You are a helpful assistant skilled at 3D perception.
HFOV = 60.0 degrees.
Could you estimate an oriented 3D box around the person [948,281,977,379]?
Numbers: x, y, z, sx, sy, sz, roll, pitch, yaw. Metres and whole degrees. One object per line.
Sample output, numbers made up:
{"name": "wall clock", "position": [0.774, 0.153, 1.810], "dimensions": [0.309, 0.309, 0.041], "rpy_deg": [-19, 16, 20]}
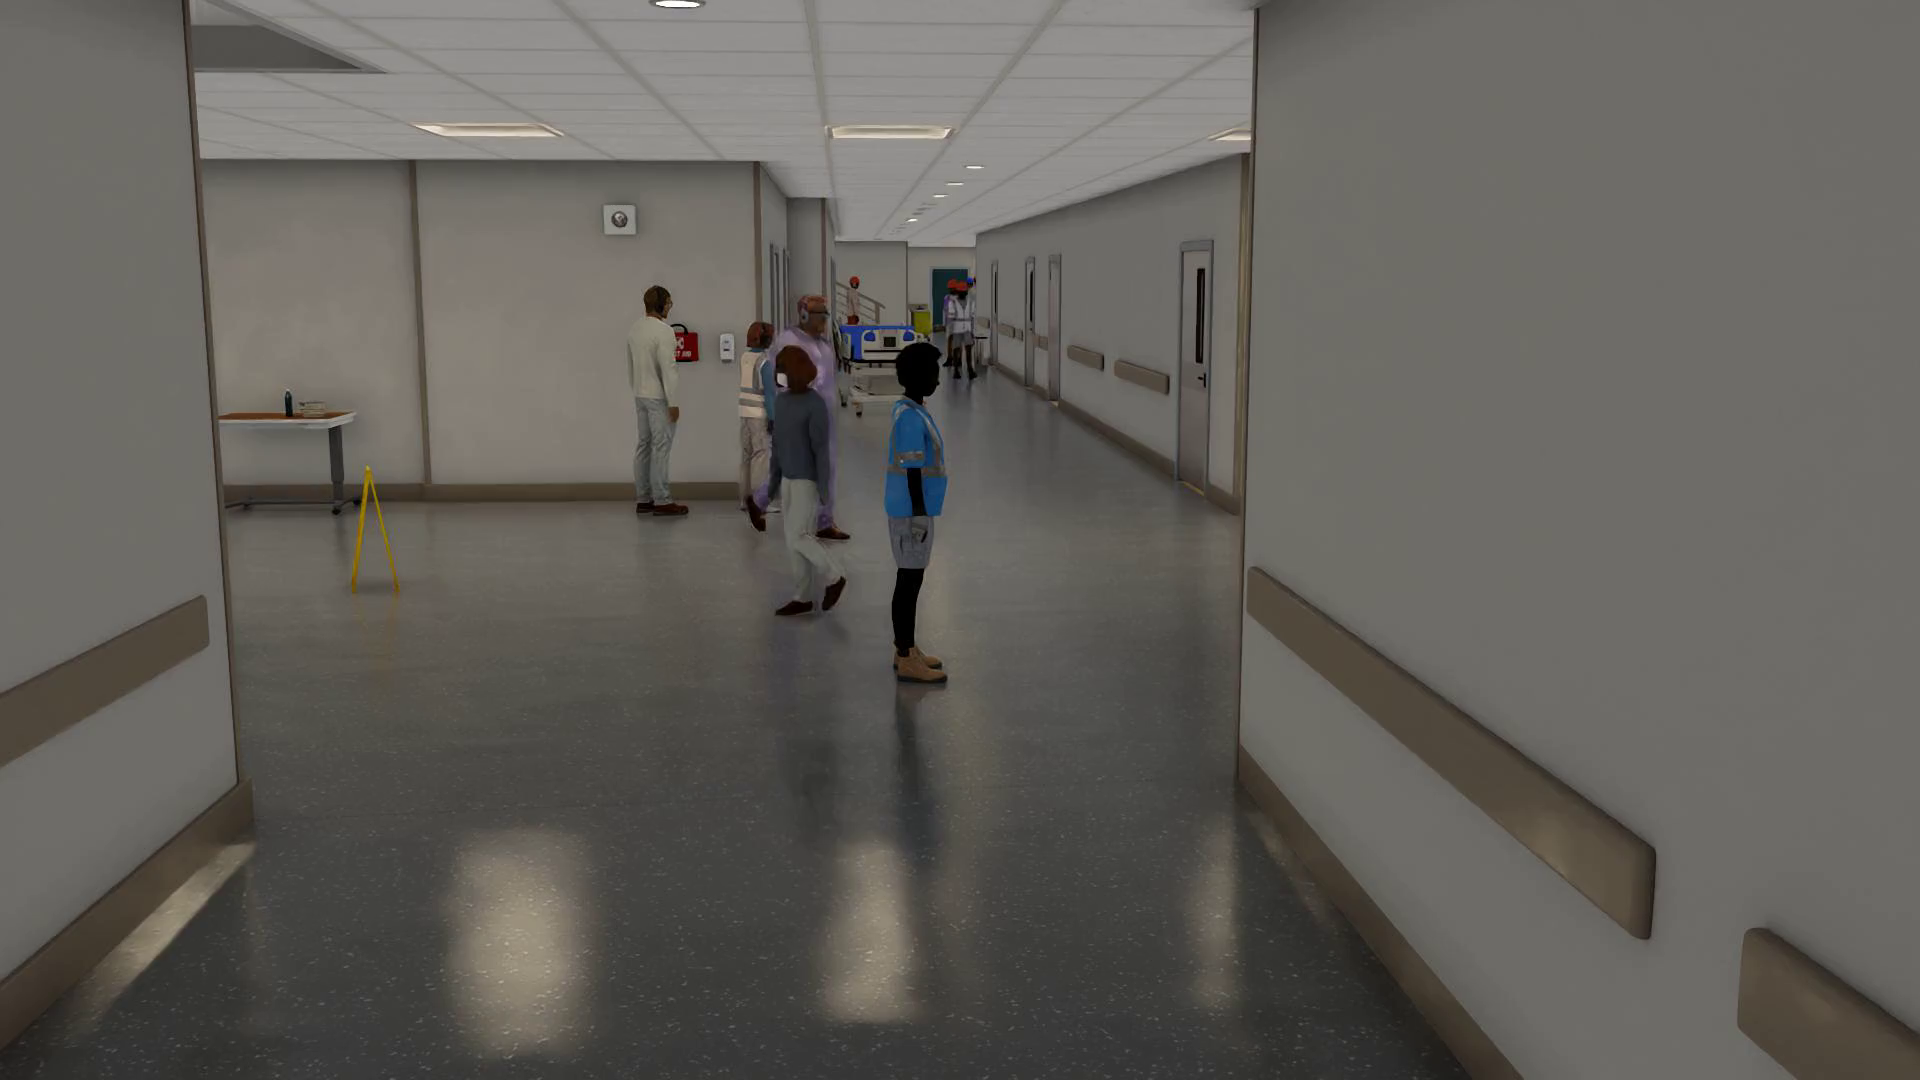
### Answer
{"name": "person", "position": [0.059, -4.059, 32.300], "dimensions": [0.568, 1.890, 0.946], "rpy_deg": [-3, 10, -18]}

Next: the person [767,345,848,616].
{"name": "person", "position": [-0.947, -0.340, 9.825], "dimensions": [0.369, 1.621, 0.506], "rpy_deg": [-6, 11, -33]}

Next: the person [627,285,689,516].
{"name": "person", "position": [-2.566, -1.171, 14.033], "dimensions": [0.353, 1.937, 0.635], "rpy_deg": [-8, 12, -40]}

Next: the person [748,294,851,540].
{"name": "person", "position": [-1.242, -0.939, 12.754], "dimensions": [0.766, 1.881, 0.639], "rpy_deg": [6, 11, 34]}

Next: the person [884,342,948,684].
{"name": "person", "position": [-0.222, -0.141, 8.323], "dimensions": [0.318, 1.696, 0.532], "rpy_deg": [-1, 9, -4]}

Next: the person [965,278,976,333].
{"name": "person", "position": [0.327, -6.980, 50.469], "dimensions": [0.402, 1.949, 0.605], "rpy_deg": [0, 9, -1]}

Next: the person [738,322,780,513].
{"name": "person", "position": [-1.719, -1.039, 14.170], "dimensions": [0.319, 1.628, 0.508], "rpy_deg": [-6, 11, -35]}

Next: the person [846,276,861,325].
{"name": "person", "position": [-2.758, -5.856, 43.264], "dimensions": [0.396, 1.992, 0.623], "rpy_deg": [-4, 10, -23]}

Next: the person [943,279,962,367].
{"name": "person", "position": [-0.145, -4.808, 36.872], "dimensions": [0.553, 1.934, 0.363], "rpy_deg": [4, 10, 25]}
